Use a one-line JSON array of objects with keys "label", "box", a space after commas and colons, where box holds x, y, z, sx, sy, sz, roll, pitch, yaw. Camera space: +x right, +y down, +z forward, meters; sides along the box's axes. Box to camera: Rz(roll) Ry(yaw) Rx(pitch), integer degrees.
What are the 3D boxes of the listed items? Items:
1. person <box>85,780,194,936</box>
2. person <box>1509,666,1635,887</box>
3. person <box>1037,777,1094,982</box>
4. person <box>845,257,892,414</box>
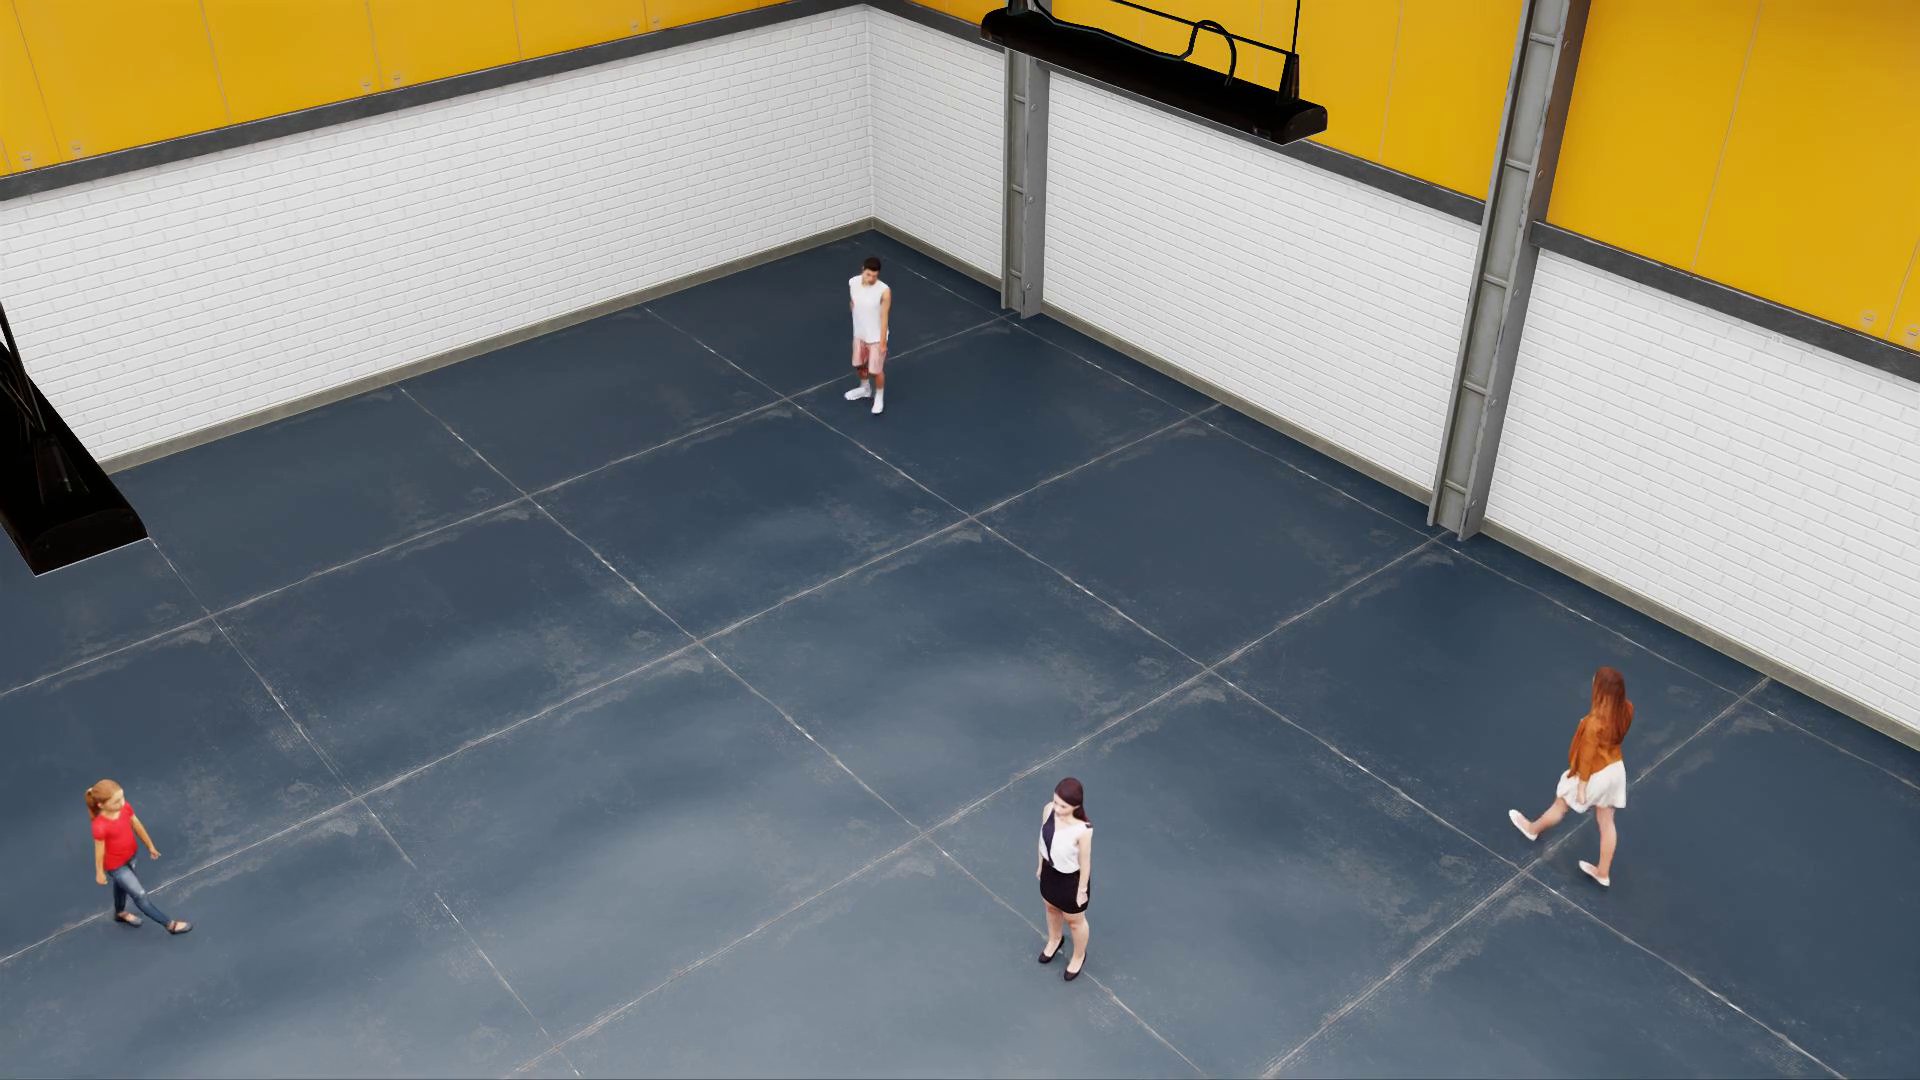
[{"label": "person", "box": [-5.564, 2.084, 10.907, 0.931, 1.283, 0.817, 8, 35, 12]}, {"label": "person", "box": [4.367, 1.641, 11.215, 0.745, 1.679, 1.087, -16, 37, -23]}, {"label": "person", "box": [0.666, 2.129, 10.511, 0.478, 1.646, 0.623, 28, 43, 36]}, {"label": "person", "box": [-0.891, -2.099, 16.784, 0.888, 1.743, 0.682, -26, 42, -33]}]
